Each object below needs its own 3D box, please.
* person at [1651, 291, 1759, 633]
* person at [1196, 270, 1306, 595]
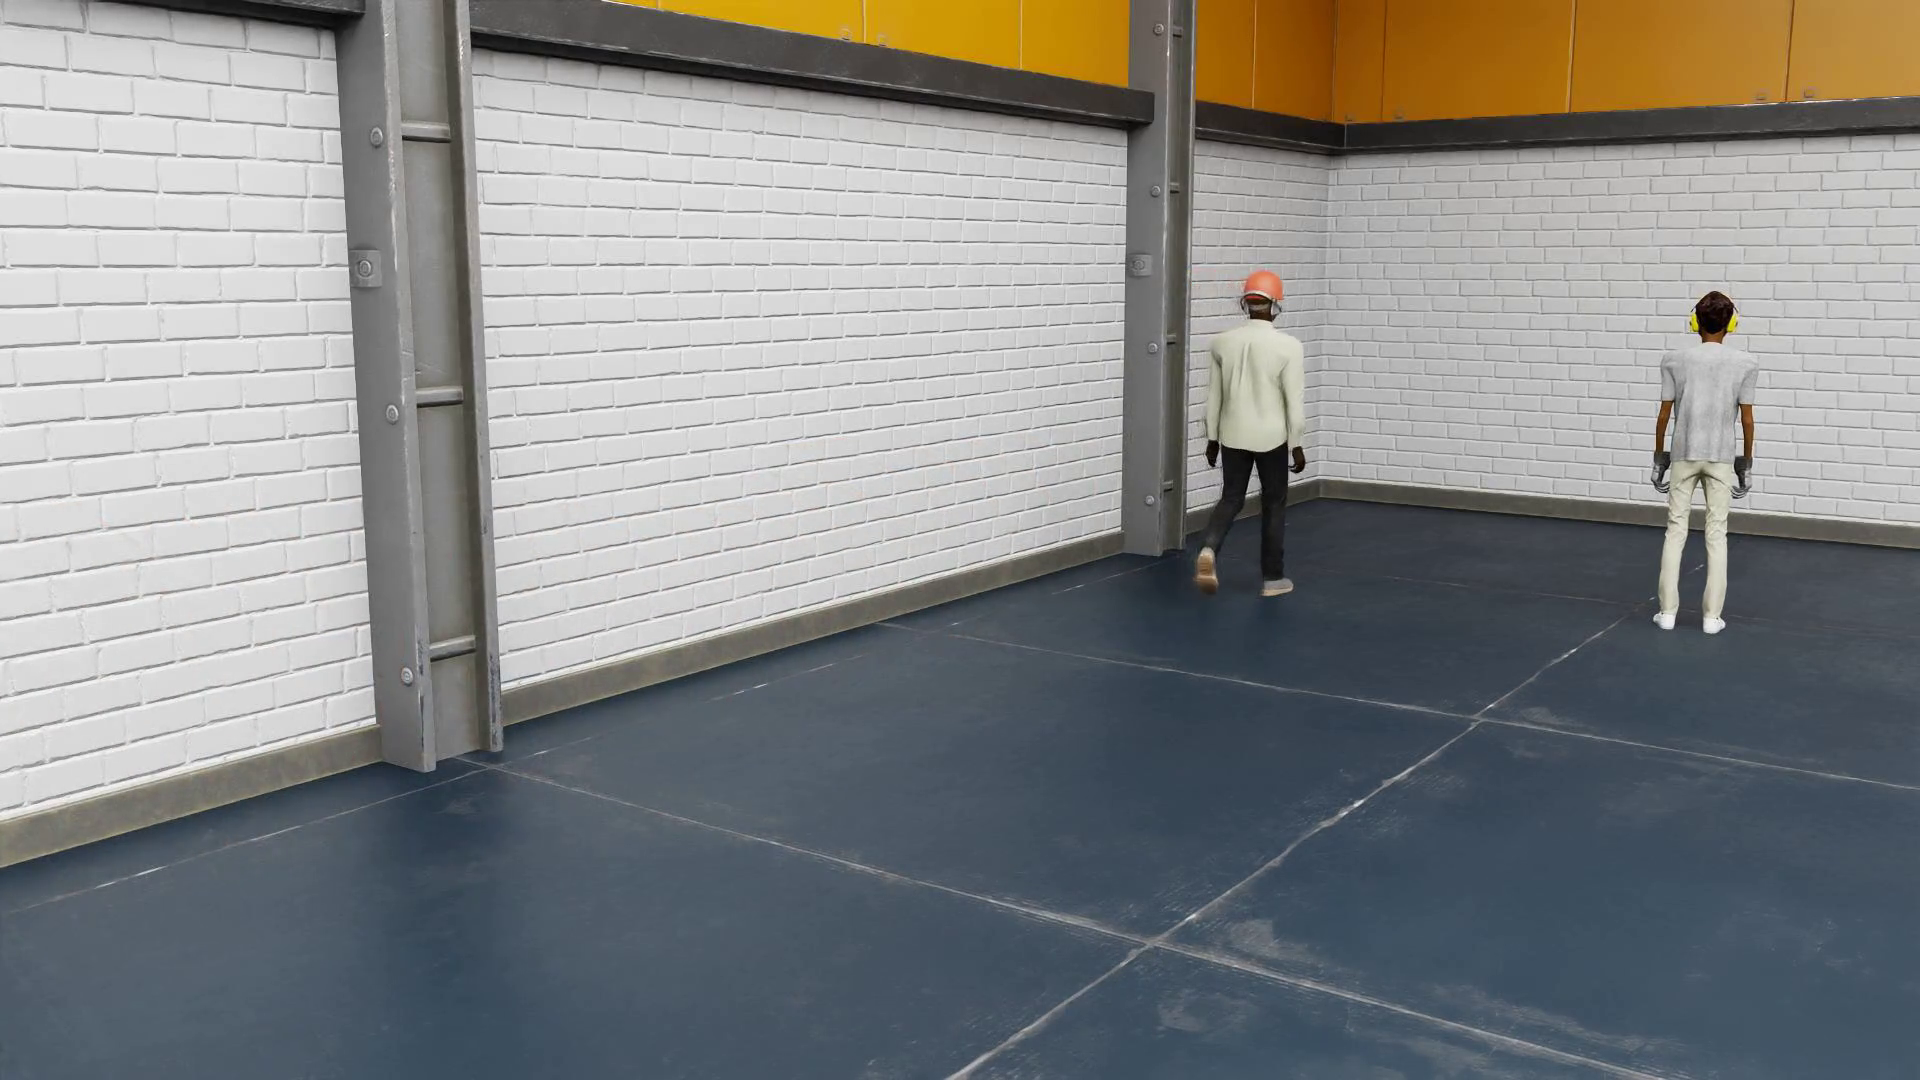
[{"bbox_3d":[4.060,-0.420,9.093,0.510,1.862,0.323,4,10,24],"label":"person"},{"bbox_3d":[1.739,-0.611,9.886,0.638,1.975,0.785,7,12,36],"label":"person"}]
